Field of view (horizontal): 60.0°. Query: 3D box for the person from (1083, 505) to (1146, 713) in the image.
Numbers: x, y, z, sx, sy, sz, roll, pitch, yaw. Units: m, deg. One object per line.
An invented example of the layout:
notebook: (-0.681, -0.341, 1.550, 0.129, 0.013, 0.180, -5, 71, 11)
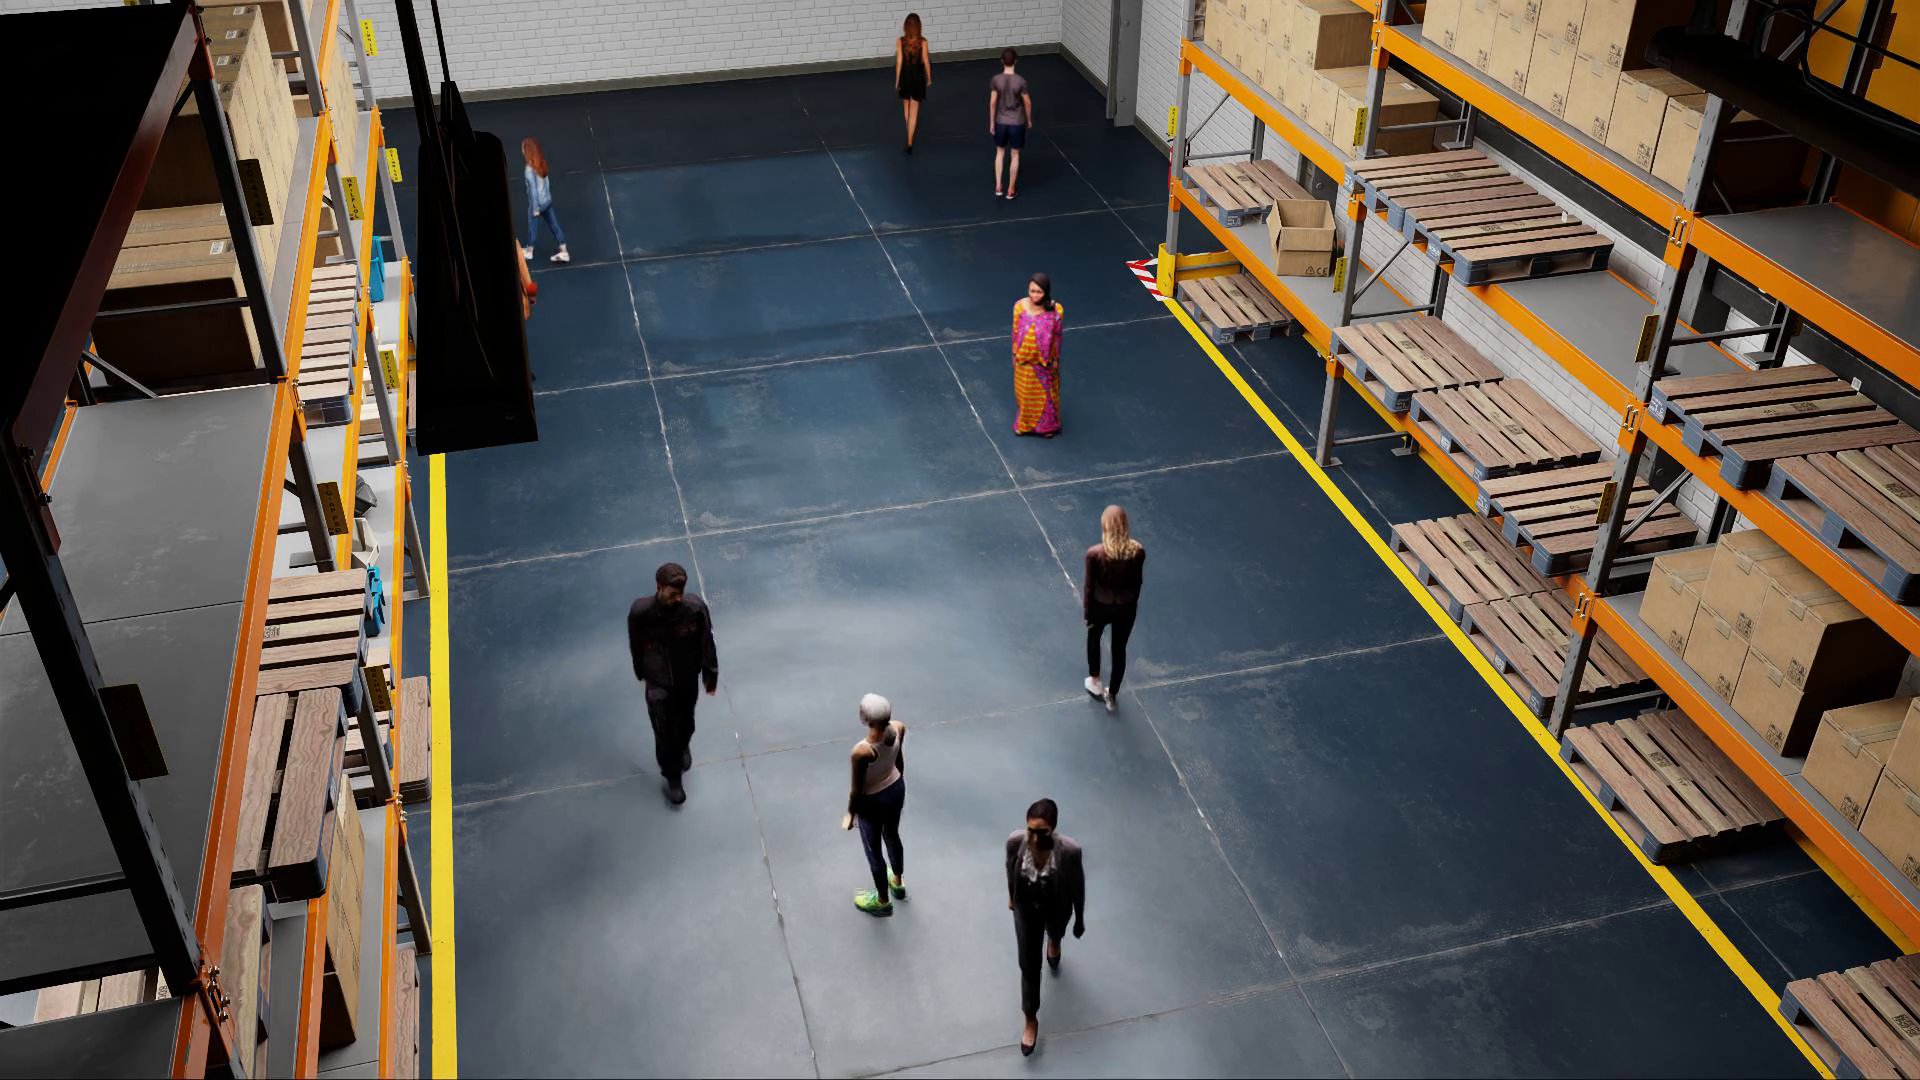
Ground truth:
person: (1.122, 0.560, 12.080, 0.658, 1.686, 0.668, -2, 34, -3)

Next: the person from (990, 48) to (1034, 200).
person: (0.618, -5.092, 20.438, 0.778, 1.847, 0.802, 8, 35, 12)

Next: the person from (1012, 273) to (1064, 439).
person: (0.727, -1.735, 15.545, 0.764, 1.671, 0.796, 6, 34, 9)

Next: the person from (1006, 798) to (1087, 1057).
person: (0.512, 2.118, 9.793, 0.979, 1.622, 1.237, 5, 34, 8)

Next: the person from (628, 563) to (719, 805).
person: (-2.007, 0.861, 11.437, 0.731, 1.896, 0.949, -6, 34, -9)

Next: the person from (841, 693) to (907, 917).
person: (-0.499, 1.648, 10.434, 0.715, 1.695, 0.724, -28, 43, -35)

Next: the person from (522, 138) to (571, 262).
person: (-4.697, -3.830, 18.889, 0.922, 1.459, 0.948, 8, 34, 11)

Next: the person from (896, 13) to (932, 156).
person: (-0.633, -5.893, 21.677, 0.831, 1.809, 1.076, 3, 34, 4)
